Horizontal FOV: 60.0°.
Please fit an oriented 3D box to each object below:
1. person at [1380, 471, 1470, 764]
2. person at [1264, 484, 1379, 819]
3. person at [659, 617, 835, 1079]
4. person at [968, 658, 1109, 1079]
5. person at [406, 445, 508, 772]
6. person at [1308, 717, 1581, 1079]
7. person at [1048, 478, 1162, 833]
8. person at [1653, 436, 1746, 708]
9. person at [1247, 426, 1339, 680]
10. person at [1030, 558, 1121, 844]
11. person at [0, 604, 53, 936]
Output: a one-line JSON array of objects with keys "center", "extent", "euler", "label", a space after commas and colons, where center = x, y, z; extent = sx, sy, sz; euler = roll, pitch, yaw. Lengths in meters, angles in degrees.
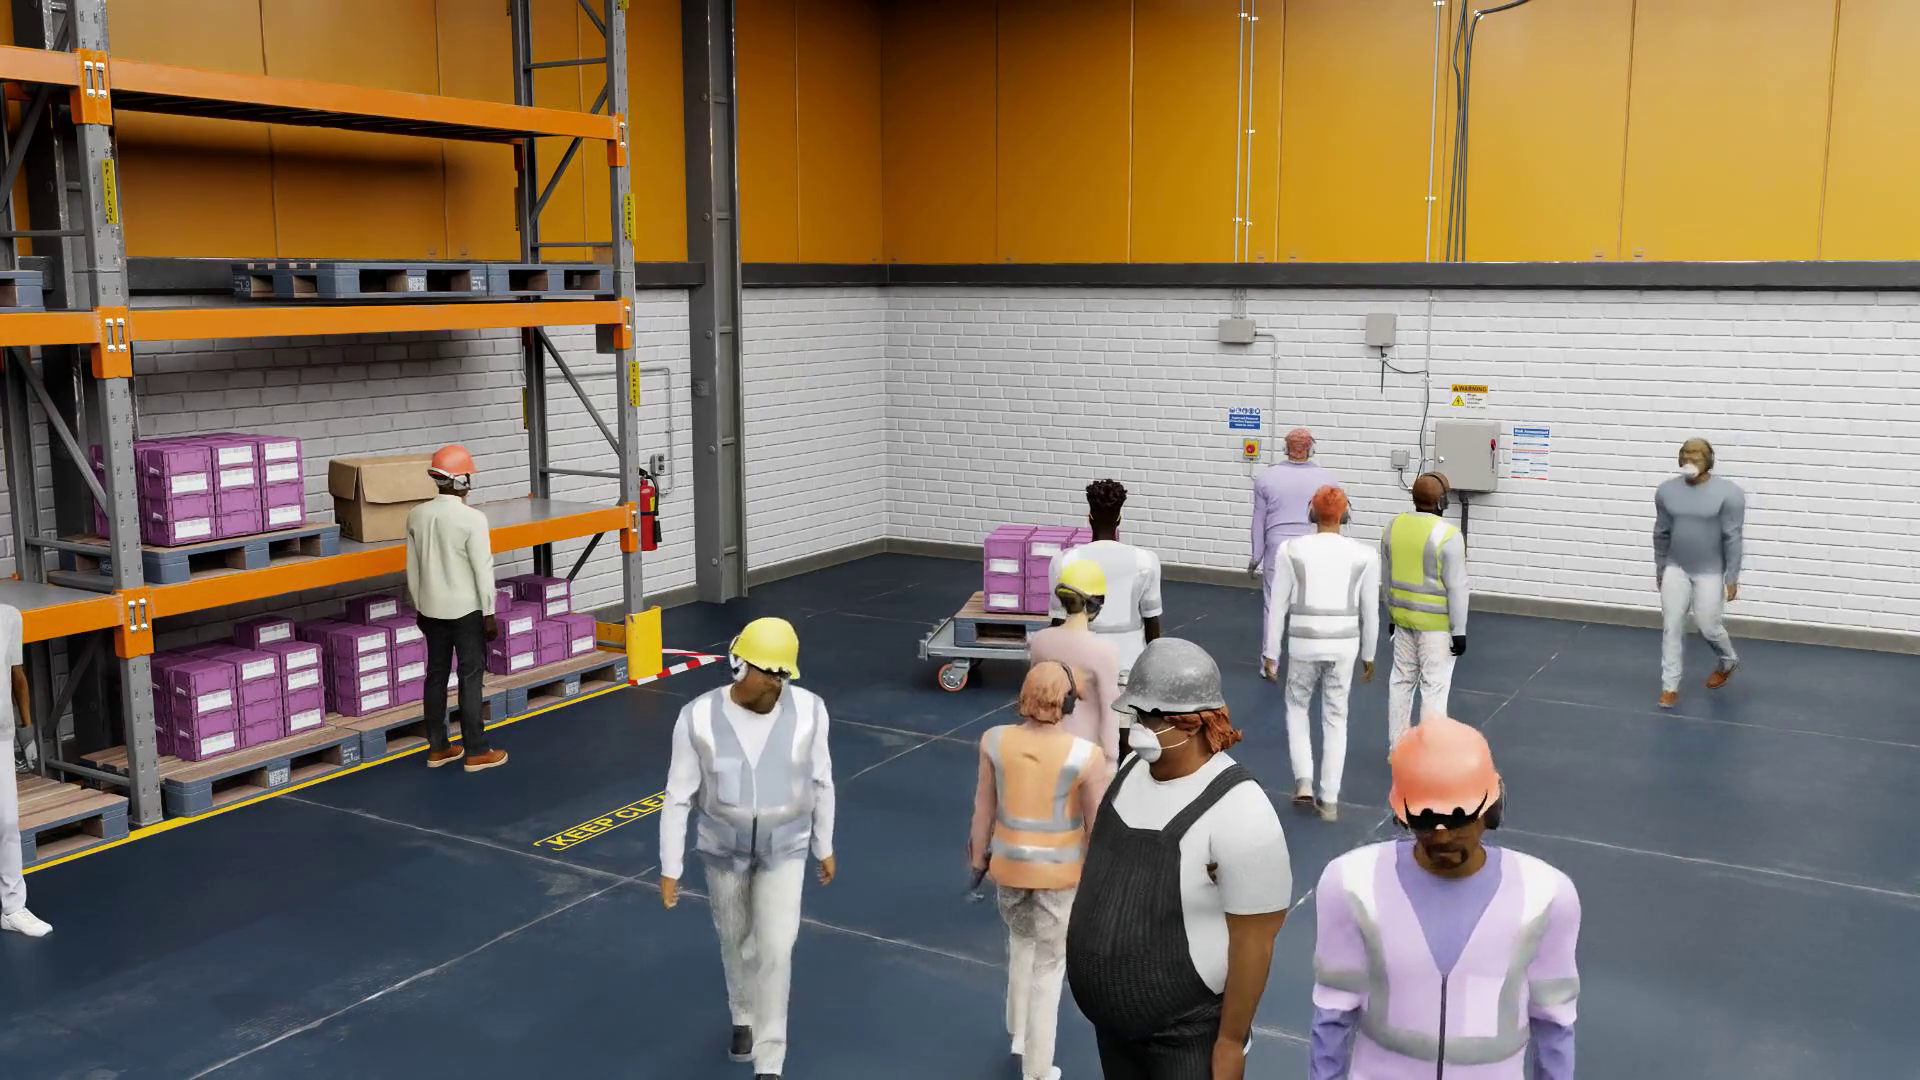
[{"center": [2.843, 0.501, 10.105], "extent": [0.429, 1.846, 0.633], "euler": [-5, 11, -30], "label": "person"}, {"center": [2.023, 0.617, 9.299], "extent": [0.623, 1.865, 0.420], "euler": [1, 9, 6], "label": "person"}, {"center": [-0.779, 1.173, 6.119], "extent": [0.652, 1.768, 0.909], "euler": [-1, 9, -6], "label": "person"}, {"center": [0.322, 1.234, 6.208], "extent": [0.539, 1.617, 0.561], "euler": [4, 10, 26], "label": "person"}, {"center": [-3.082, 0.414, 10.179], "extent": [0.617, 1.993, 0.396], "euler": [4, 10, 24], "label": "person"}, {"center": [1.163, 1.386, 4.057], "extent": [0.622, 2.025, 0.568], "euler": [2, 9, 15], "label": "person"}, {"center": [0.757, 0.652, 8.781], "extent": [0.613, 1.963, 0.361], "euler": [-1, 9, -6], "label": "person"}, {"center": [5.206, 0.212, 11.687], "extent": [0.702, 1.921, 0.638], "euler": [-8, 12, -42], "label": "person"}, {"center": [2.483, 0.106, 12.390], "extent": [0.660, 1.907, 0.408], "euler": [2, 9, 12], "label": "person"}, {"center": [0.537, 0.952, 7.542], "extent": [0.541, 1.749, 0.369], "euler": [9, 13, 44], "label": "person"}, {"center": [-4.396, 0.920, 7.458], "extent": [0.334, 1.860, 0.508], "euler": [6, 11, 32], "label": "person"}]
